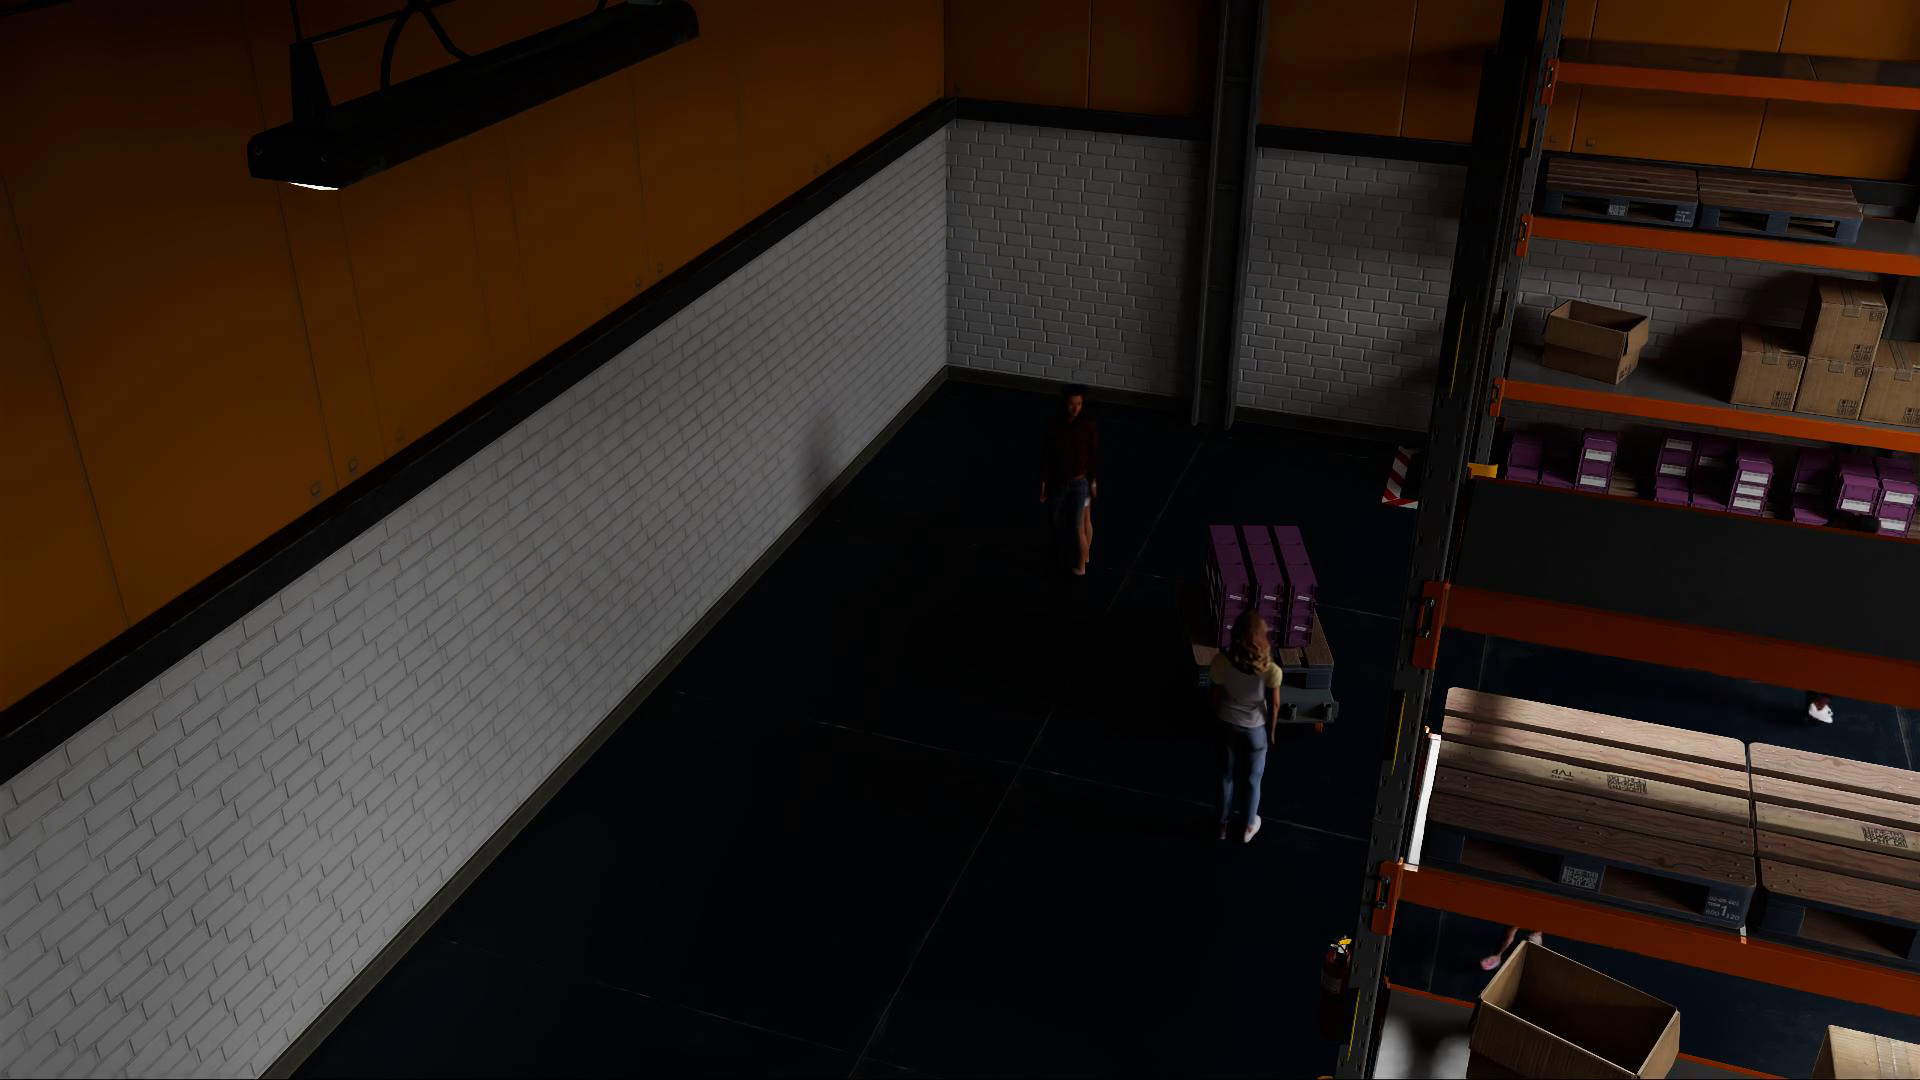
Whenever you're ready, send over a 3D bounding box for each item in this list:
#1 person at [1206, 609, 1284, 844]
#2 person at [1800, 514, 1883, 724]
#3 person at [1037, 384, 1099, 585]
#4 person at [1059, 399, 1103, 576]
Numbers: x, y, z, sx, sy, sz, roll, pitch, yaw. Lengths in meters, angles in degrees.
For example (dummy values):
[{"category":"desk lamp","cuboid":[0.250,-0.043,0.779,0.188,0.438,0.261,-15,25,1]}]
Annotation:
[{"category":"person","cuboid":[1.843,1.226,10.876,0.483,1.723,0.694,7,29,13]},{"category":"person","cuboid":[6.309,0.597,12.030,0.820,1.721,0.756,-14,31,-24]},{"category":"person","cuboid":[0.898,-0.491,13.961,0.714,1.781,0.837,-1,29,-1]},{"category":"person","cuboid":[1.015,-0.462,14.090,0.547,1.608,0.584,7,29,13]}]
